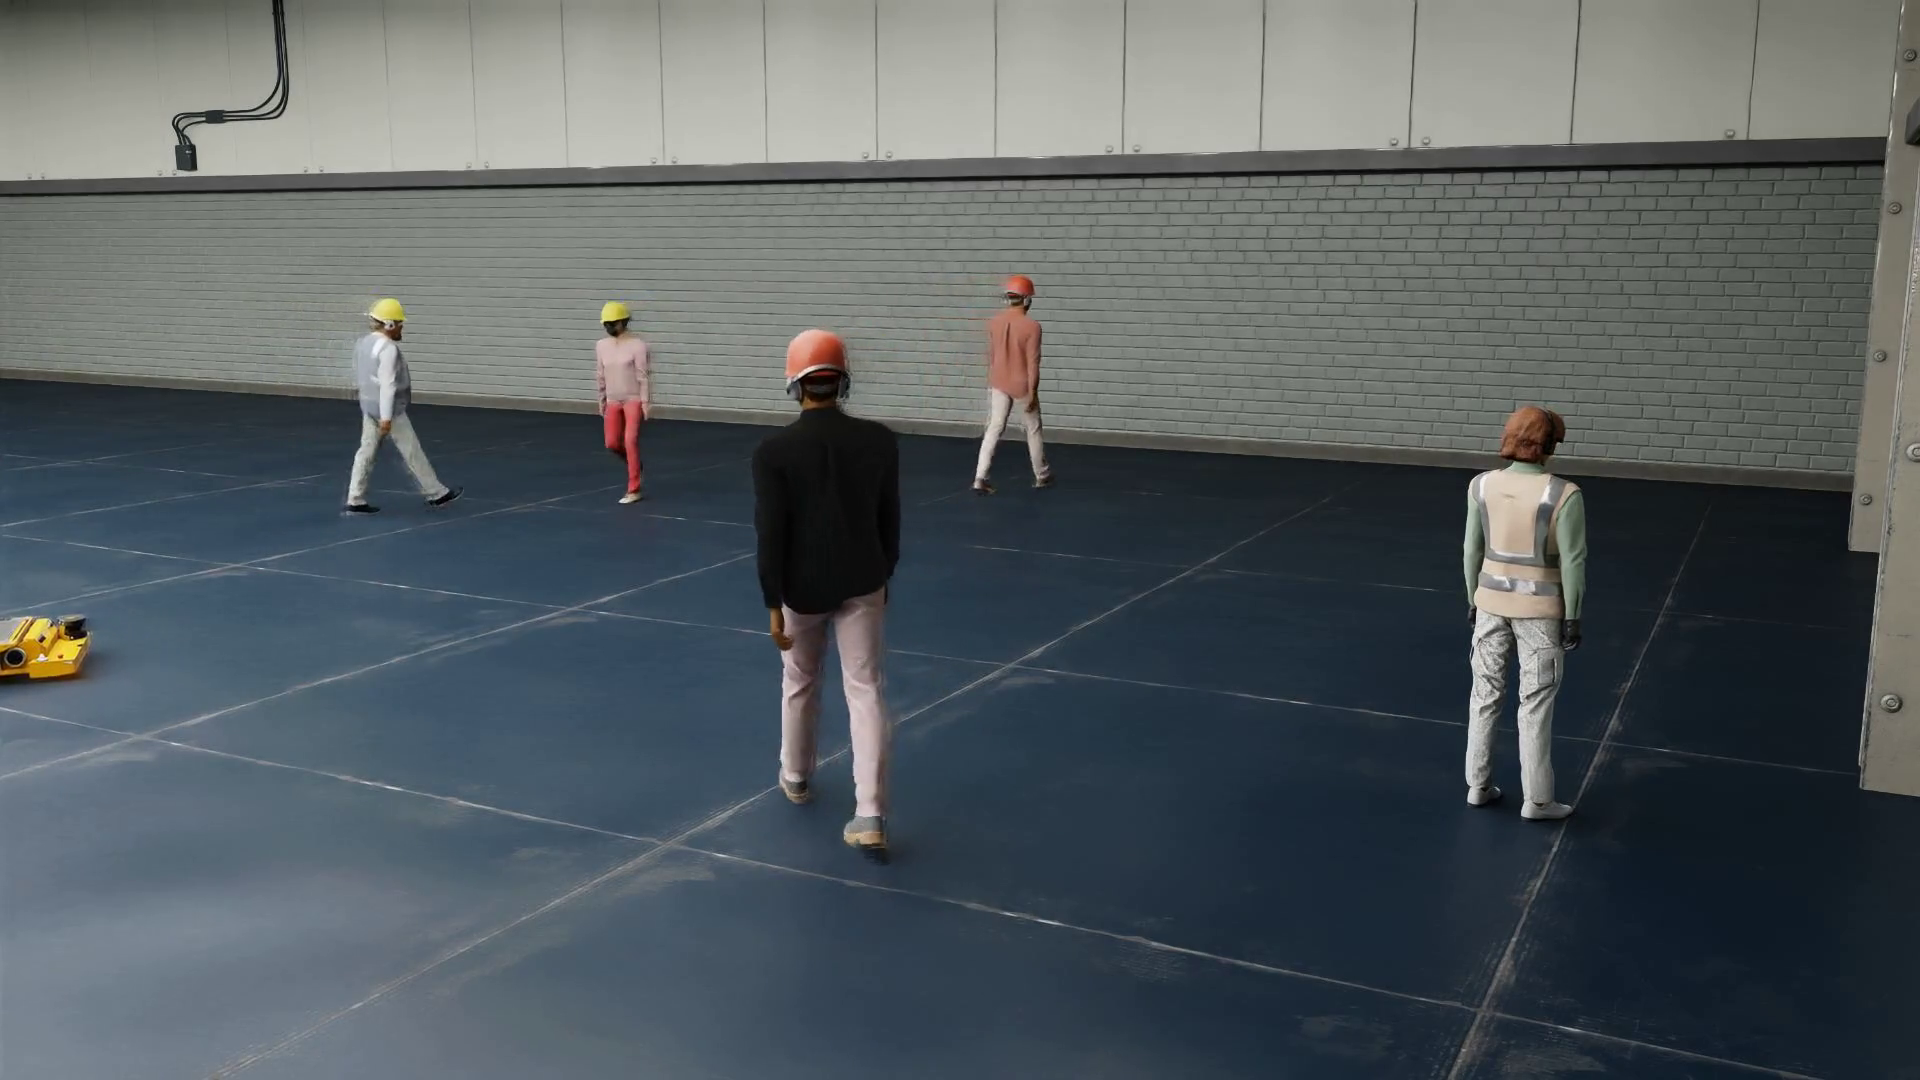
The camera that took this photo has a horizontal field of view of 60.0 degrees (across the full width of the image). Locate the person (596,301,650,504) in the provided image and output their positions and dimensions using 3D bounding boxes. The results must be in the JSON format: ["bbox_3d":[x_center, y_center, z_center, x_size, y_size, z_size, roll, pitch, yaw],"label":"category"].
[{"bbox_3d":[-2.874,-1.199,14.390,0.550,1.745,0.557,4,11,20],"label":"person"}]

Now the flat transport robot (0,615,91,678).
[{"bbox_3d":[-5.363,0.593,8.642,1.431,0.197,0.652,-4,11,-21],"label":"flat transport robot"}]

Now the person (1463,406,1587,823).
[{"bbox_3d":[2.211,0.291,6.555,0.309,1.640,0.512,-9,14,-40],"label":"person"}]

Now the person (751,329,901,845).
[{"bbox_3d":[-0.496,0.170,6.412,0.607,1.947,1.044,-3,11,-17],"label":"person"}]

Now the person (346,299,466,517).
[{"bbox_3d":[-4.652,-1.091,13.708,0.973,1.767,0.613,-9,14,-40],"label":"person"}]

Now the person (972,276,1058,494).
[{"bbox_3d":[0.485,-1.387,14.901,0.612,1.947,1.064,8,13,36],"label":"person"}]
